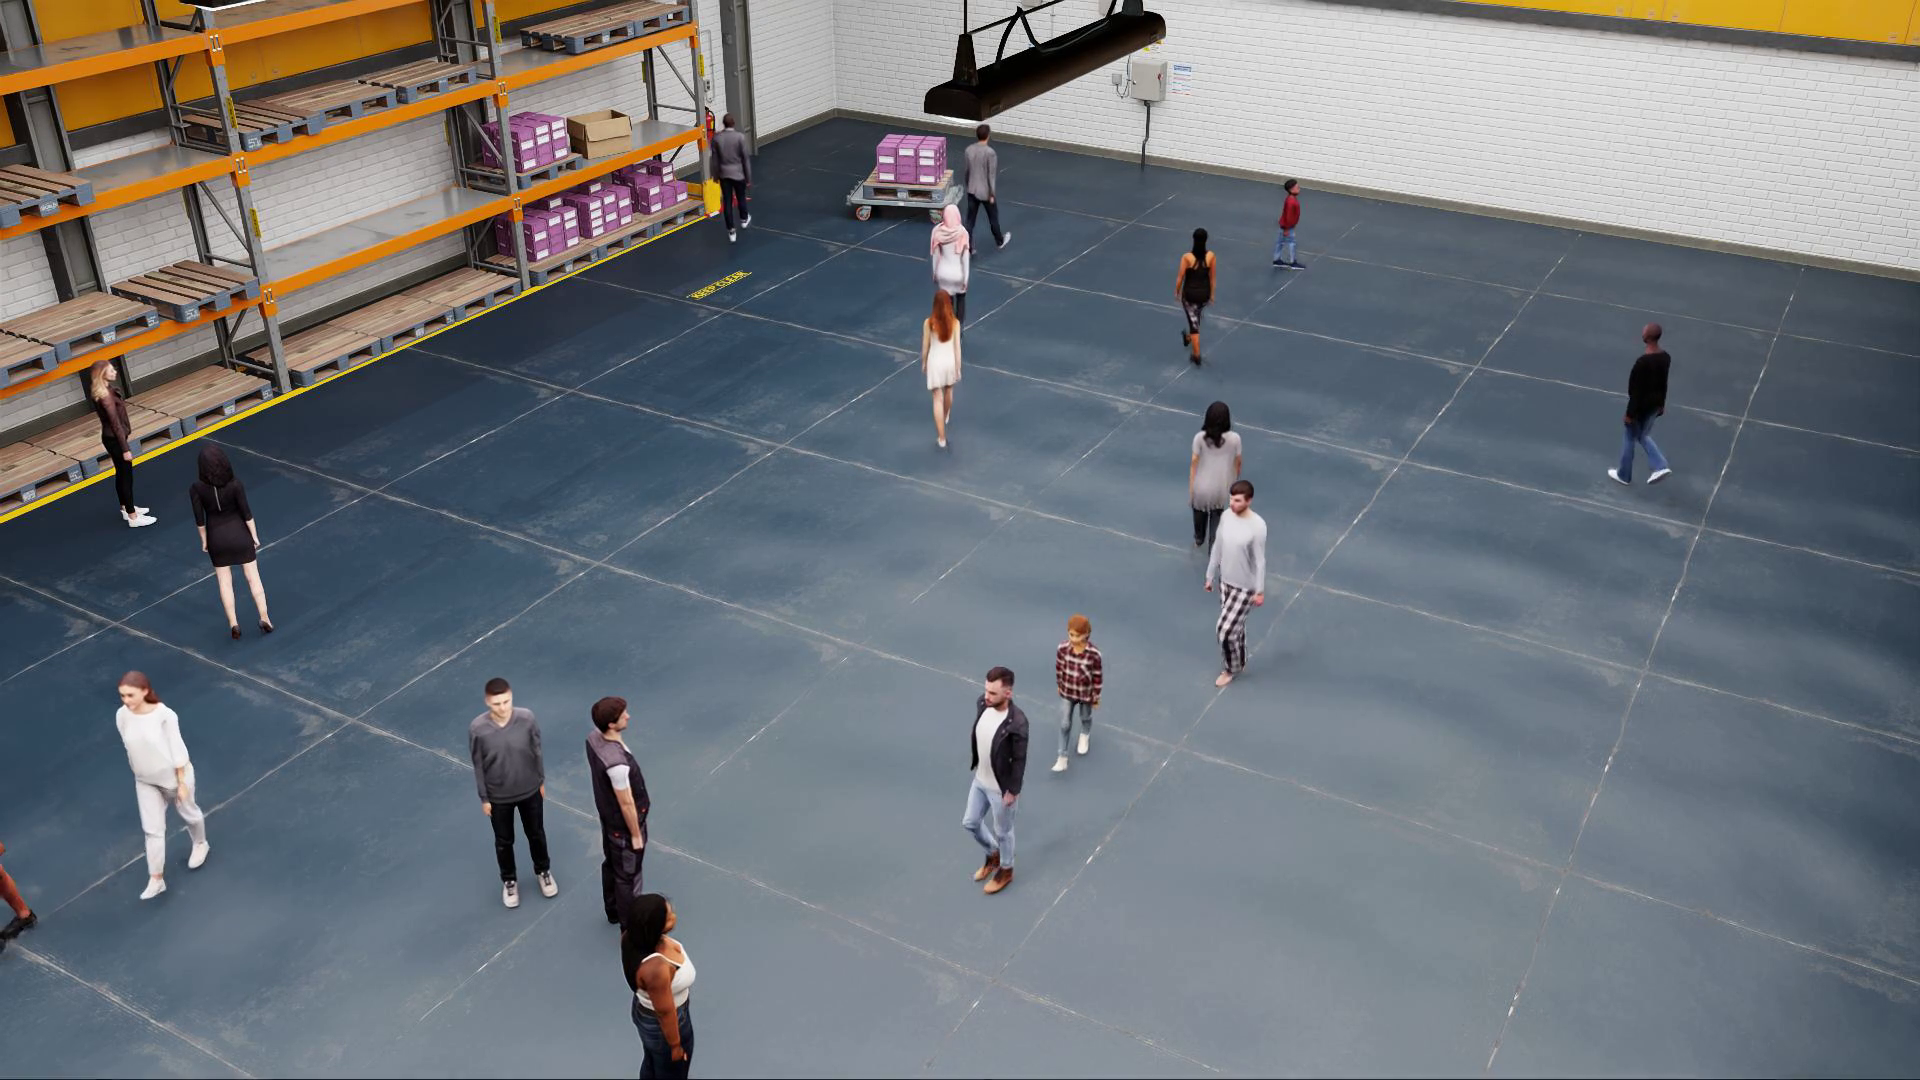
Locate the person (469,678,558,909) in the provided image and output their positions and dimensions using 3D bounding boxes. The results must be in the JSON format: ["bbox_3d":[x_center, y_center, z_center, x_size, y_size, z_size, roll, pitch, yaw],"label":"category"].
[{"bbox_3d":[-3.030,1.680,11.267,0.662,1.762,0.756,-12,31,-21],"label":"person"}]

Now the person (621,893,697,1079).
[{"bbox_3d":[-1.687,2.708,9.334,0.783,1.809,0.752,-13,31,-22],"label":"person"}]

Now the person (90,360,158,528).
[{"bbox_3d":[-8.190,-0.950,16.150,0.647,1.703,0.675,-19,34,-30],"label":"person"}]

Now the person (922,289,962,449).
[{"bbox_3d":[-0.193,-1.801,17.754,0.994,1.662,1.200,-1,29,-2],"label":"person"}]

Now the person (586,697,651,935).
[{"bbox_3d":[-2.241,1.815,10.930,0.754,1.848,0.752,-16,32,-27],"label":"person"}]

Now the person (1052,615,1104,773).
[{"bbox_3d":[0.935,1.125,12.796,0.652,1.274,0.911,9,30,15],"label":"person"}]

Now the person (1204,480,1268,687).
[{"bbox_3d":[2.348,0.319,13.686,0.833,1.836,0.792,-19,34,-31],"label":"person"}]

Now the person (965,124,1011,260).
[{"bbox_3d":[0.248,-4.771,23.033,0.720,1.819,1.129,16,33,27],"label":"person"}]

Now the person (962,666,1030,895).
[{"bbox_3d":[0.316,1.600,11.345,0.704,1.829,0.739,-22,35,-34],"label":"person"}]

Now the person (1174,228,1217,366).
[{"bbox_3d":[2.825,-2.873,19.755,1.004,1.628,1.099,-5,29,-10],"label":"person"}]

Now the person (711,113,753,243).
[{"bbox_3d":[-3.278,-5.146,23.755,1.039,1.788,1.189,1,29,2],"label":"person"}]

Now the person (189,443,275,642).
[{"bbox_3d":[-6.262,0.030,14.251,0.657,1.802,0.723,-8,30,-15],"label":"person"}]

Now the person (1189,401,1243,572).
[{"bbox_3d":[2.352,-0.467,15.409,0.914,1.566,1.151,3,29,5],"label":"person"}]

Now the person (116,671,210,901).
[{"bbox_3d":[-5.491,1.592,11.534,0.916,1.662,1.056,-1,29,-2],"label":"person"}]

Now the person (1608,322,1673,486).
[{"bbox_3d":[6.977,-1.309,16.783,0.942,1.728,0.940,-16,32,-26],"label":"person"}]

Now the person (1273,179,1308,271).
[{"bbox_3d":[4.439,-4.331,22.831,0.712,1.242,0.702,4,29,7],"label":"person"}]

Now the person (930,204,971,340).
[{"bbox_3d":[-0.110,-3.152,20.098,0.758,1.789,0.795,2,29,4],"label":"person"}]
